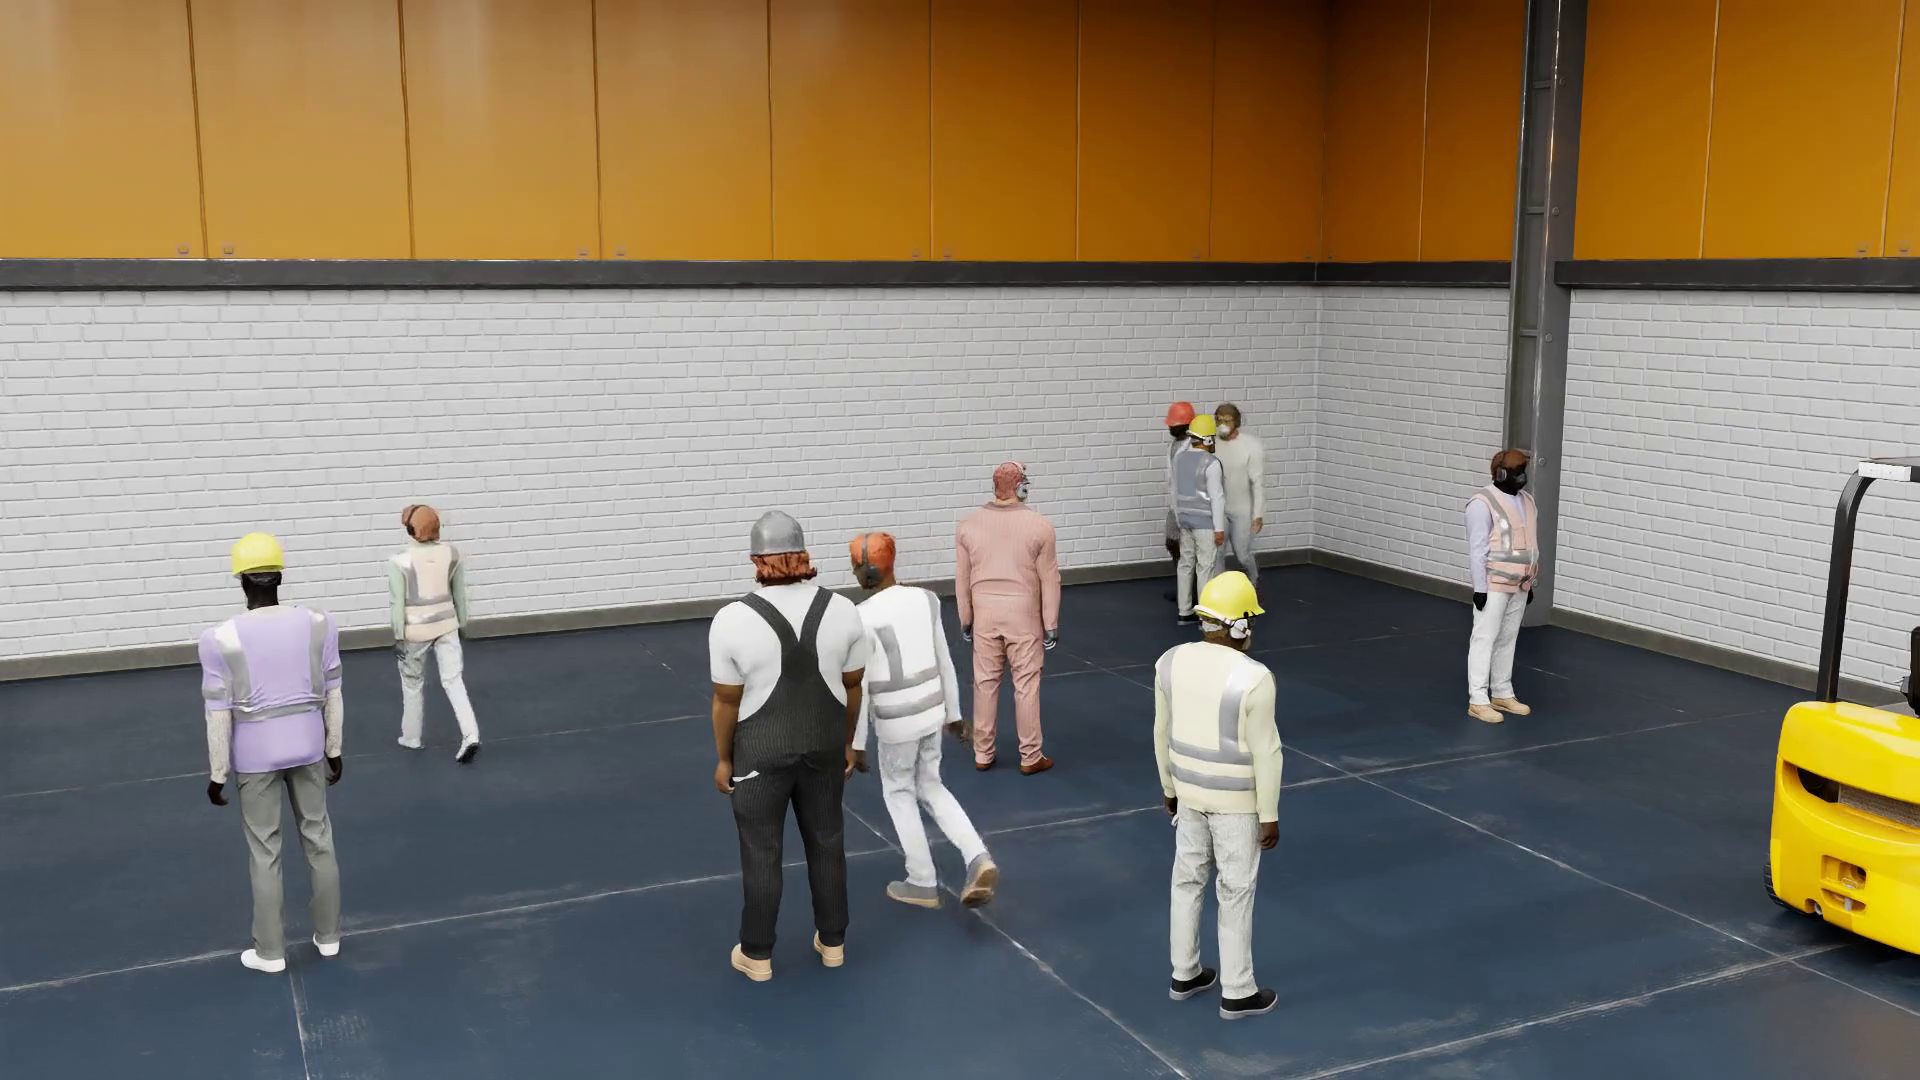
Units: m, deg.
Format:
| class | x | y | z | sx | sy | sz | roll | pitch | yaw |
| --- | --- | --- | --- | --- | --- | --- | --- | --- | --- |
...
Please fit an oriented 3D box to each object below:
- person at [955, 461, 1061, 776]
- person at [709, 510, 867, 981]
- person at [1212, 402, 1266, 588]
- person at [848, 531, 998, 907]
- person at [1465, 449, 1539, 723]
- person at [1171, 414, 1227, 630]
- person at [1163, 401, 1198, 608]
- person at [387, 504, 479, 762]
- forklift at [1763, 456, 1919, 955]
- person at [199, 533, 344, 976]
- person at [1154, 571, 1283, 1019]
| class | x | y | z | sx | sy | sz | roll | pitch | yaw |
| --- | --- | --- | --- | --- | --- | --- | --- | --- | --- |
| person | 0.303 | 0.470 | 10.077 | 0.651 | 1.904 | 0.403 | 3 | 10 | 20 |
| person | -0.772 | 0.867 | 7.192 | 0.682 | 2.000 | 0.538 | -4 | 10 | -24 |
| person | 2.404 | -0.271 | 14.625 | 0.646 | 1.922 | 0.716 | 5 | 10 | 26 |
| person | -0.183 | 0.875 | 7.755 | 0.694 | 1.841 | 0.631 | 7 | 12 | 38 |
| person | 3.698 | 0.302 | 11.310 | 0.626 | 1.846 | 0.429 | -7 | 12 | -37 |
| person | 2.058 | -0.155 | 14.167 | 0.403 | 1.835 | 0.588 | -6 | 11 | -32 |
| person | 2.005 | -0.314 | 14.980 | 0.506 | 1.903 | 0.573 | -3 | 10 | -21 |
| person | -3.282 | 0.572 | 10.360 | 0.521 | 1.606 | 0.821 | -8 | 12 | -42 |
| forklift | 4.857 | 0.731 | 7.561 | 2.313 | 2.155 | 1.214 | -4 | 10 | -25 |
| person | -2.970 | 0.925 | 7.215 | 0.585 | 1.916 | 0.387 | -8 | 12 | -40 |
| person | 1.074 | 1.032 | 6.811 | 0.404 | 1.830 | 0.602 | -8 | 12 | -42 |
